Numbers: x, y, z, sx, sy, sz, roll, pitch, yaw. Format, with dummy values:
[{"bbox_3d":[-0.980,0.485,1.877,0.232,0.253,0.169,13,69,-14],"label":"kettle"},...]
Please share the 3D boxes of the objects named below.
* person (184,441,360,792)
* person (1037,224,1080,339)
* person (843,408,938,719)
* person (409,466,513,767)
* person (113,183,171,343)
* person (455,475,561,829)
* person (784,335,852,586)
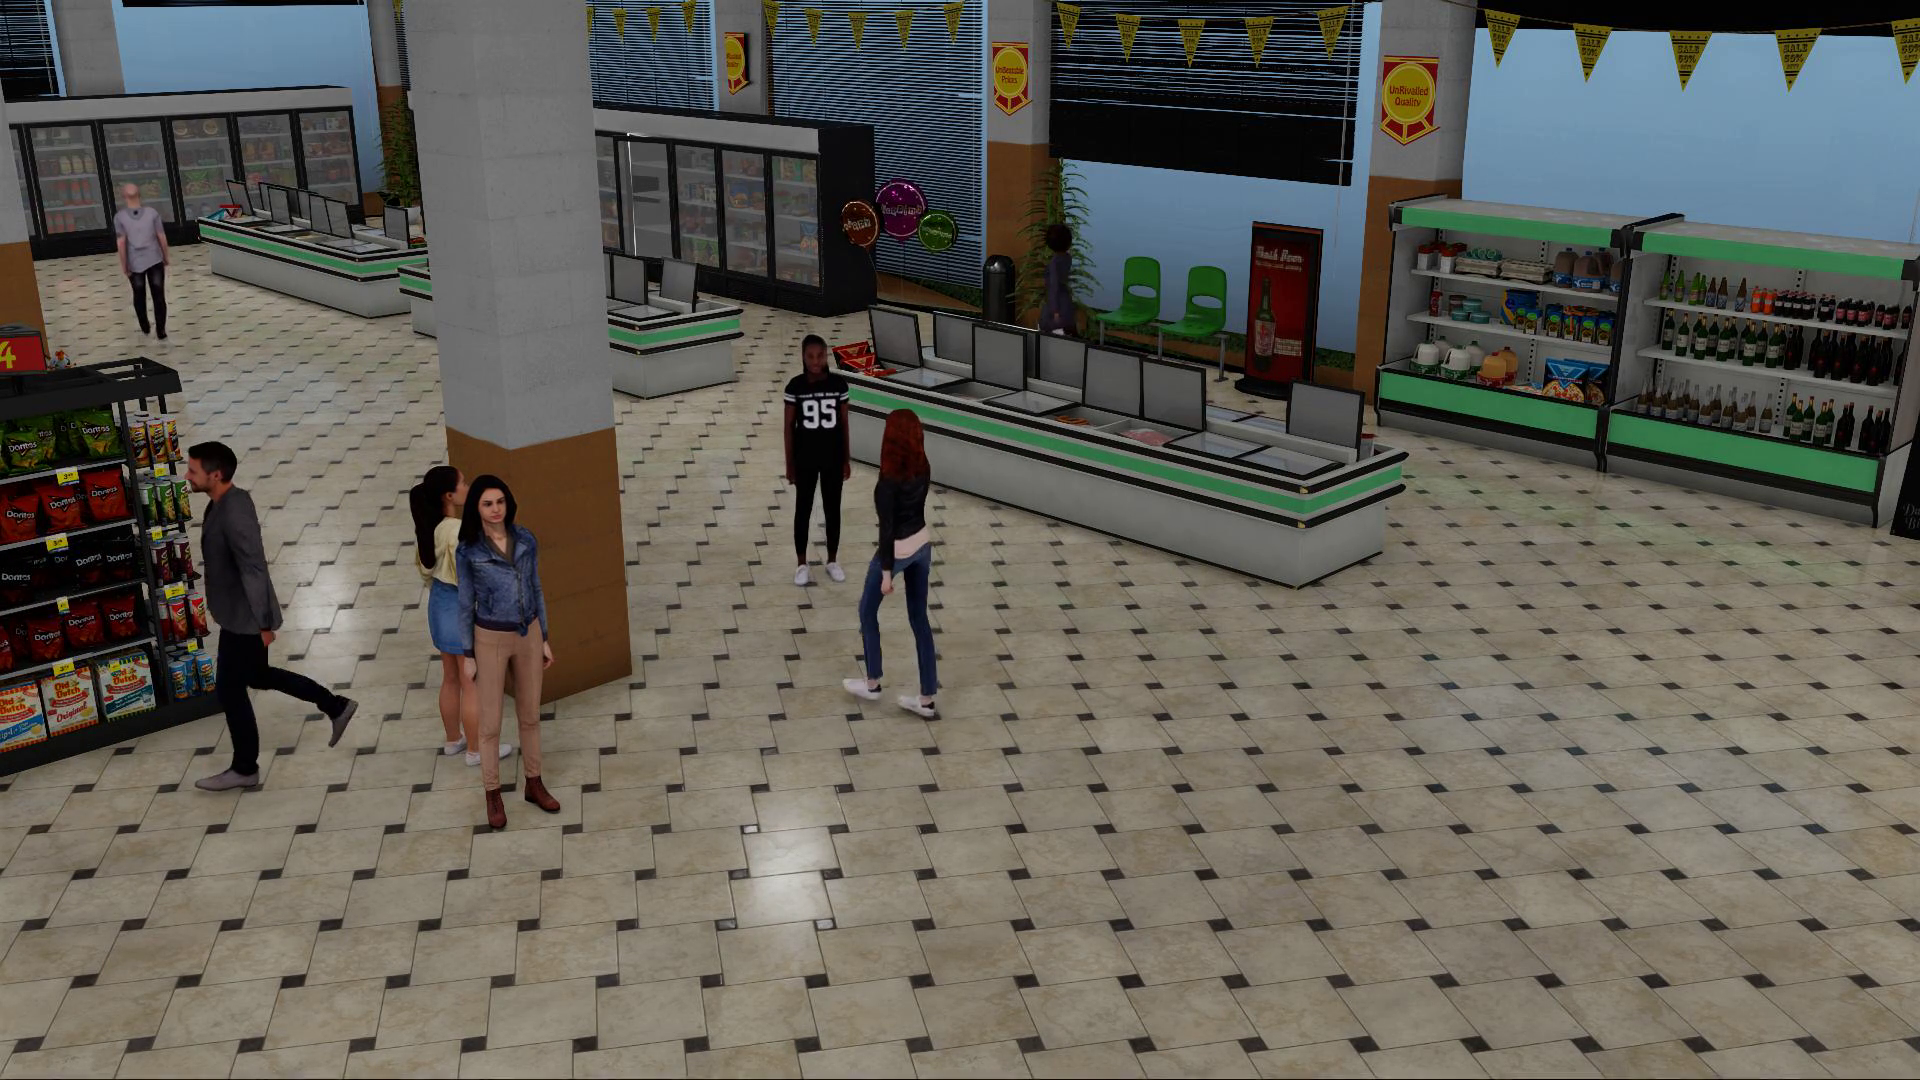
[{"bbox_3d":[-3.573,0.377,8.537,1.011,1.845,1.115,-8,20,-23],"label":"person"},{"bbox_3d":[1.081,-2.298,16.740,1.139,1.673,0.694,13,22,33],"label":"person"},{"bbox_3d":[-0.245,0.164,9.305,0.898,1.759,0.649,15,24,37],"label":"person"},{"bbox_3d":[-2.673,0.396,8.816,0.479,1.631,0.693,17,25,41],"label":"person"},{"bbox_3d":[-9.294,-3.117,18.994,0.997,1.784,1.328,-8,20,-22],"label":"person"},{"bbox_3d":[-2.238,0.532,8.187,0.630,1.775,0.613,-13,23,-35],"label":"person"},{"bbox_3d":[-0.977,-0.553,11.477,0.700,1.729,0.711,-5,19,-14],"label":"person"}]
